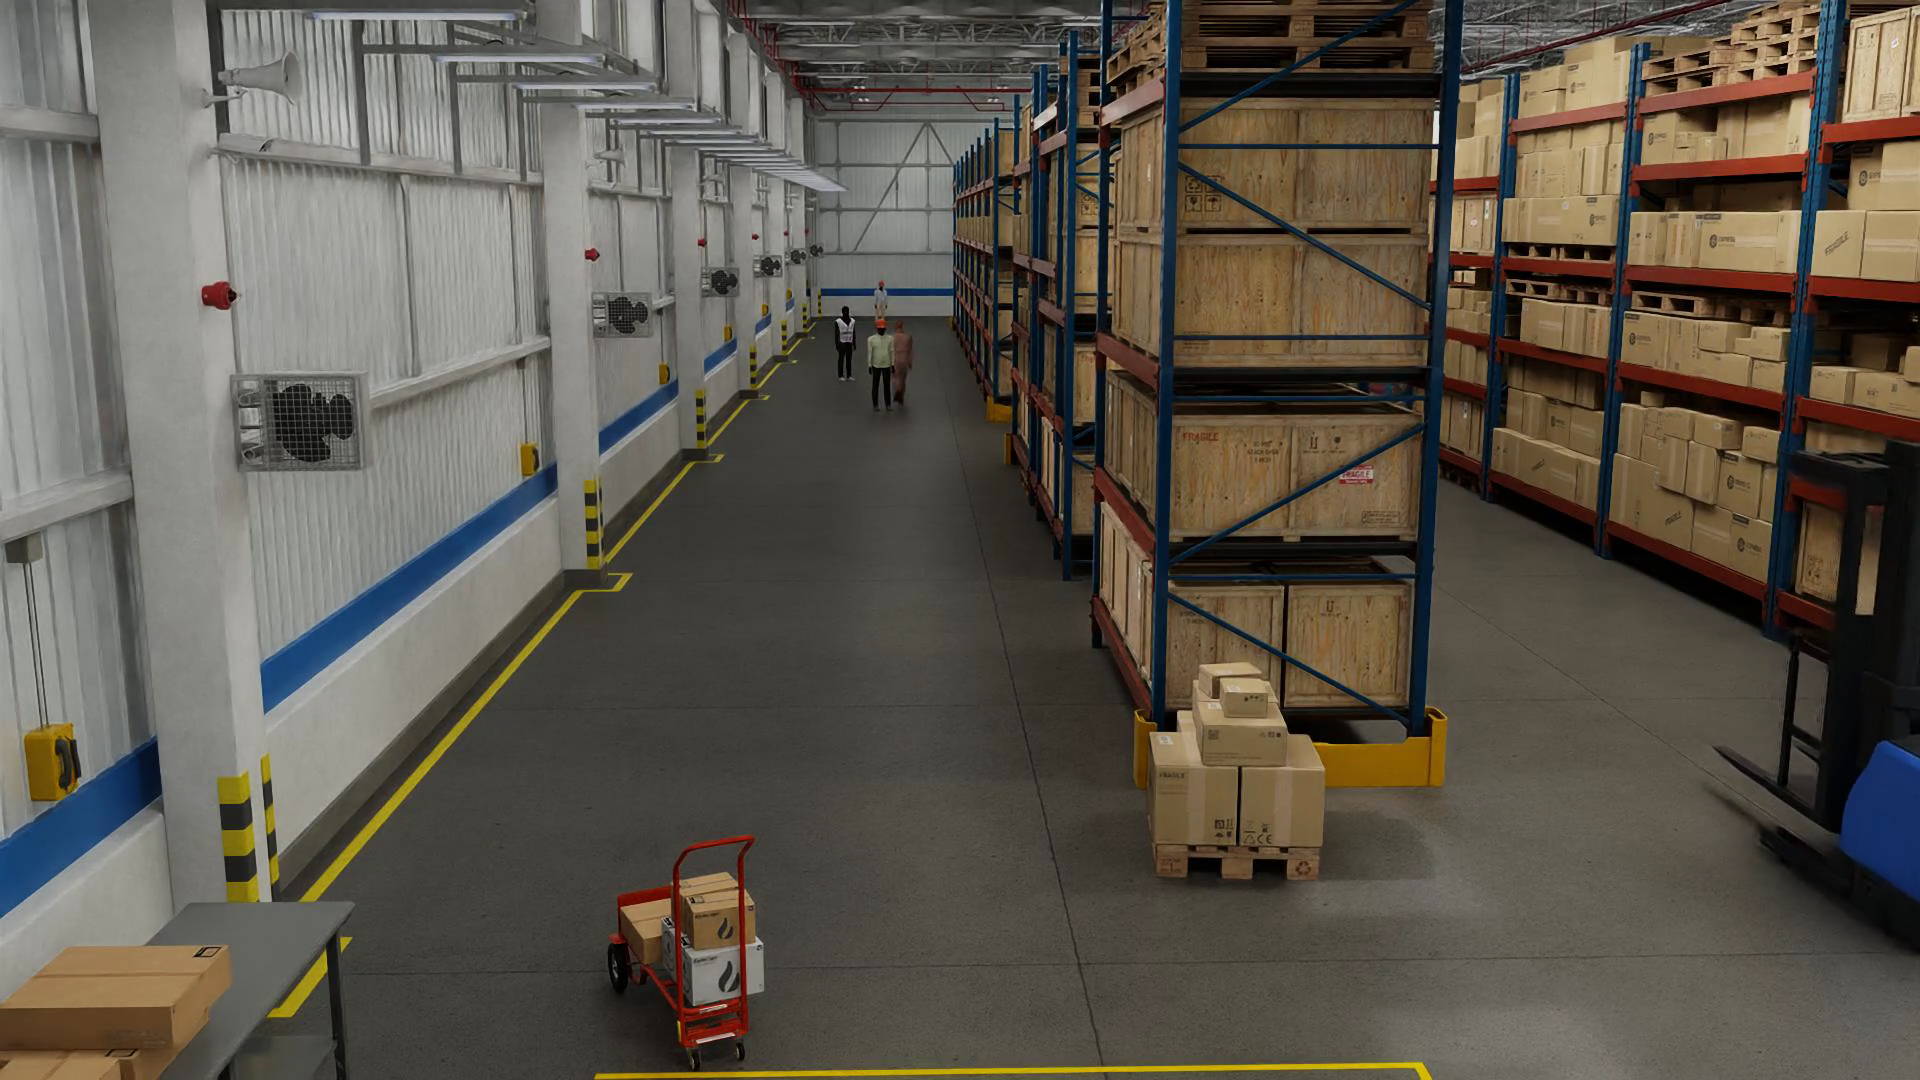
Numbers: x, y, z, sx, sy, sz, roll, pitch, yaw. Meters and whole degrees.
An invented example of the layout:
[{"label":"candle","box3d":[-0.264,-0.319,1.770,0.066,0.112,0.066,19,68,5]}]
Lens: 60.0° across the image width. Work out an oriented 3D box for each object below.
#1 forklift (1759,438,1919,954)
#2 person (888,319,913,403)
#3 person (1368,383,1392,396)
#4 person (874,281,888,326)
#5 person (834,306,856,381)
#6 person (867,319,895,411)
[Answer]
[{"label":"forklift","box3d":[5.808,0.798,9.699,1.129,2.768,1.873,0,11,-2]},{"label":"person","box3d":[-1.368,-4.004,37.275,0.638,1.887,0.467,-3,11,-15]},{"label":"person","box3d":[7.865,-2.748,30.913,0.751,1.817,0.633,-3,11,-16]},{"label":"person","box3d":[-3.052,-9.136,64.354,0.563,1.742,0.360,-6,12,-29]},{"label":"person","box3d":[-2.930,-5.014,42.473,0.586,1.913,0.398,-8,13,-35]},{"label":"person","box3d":[-1.691,-3.759,35.751,0.623,1.990,0.400,-4,12,-20]}]
